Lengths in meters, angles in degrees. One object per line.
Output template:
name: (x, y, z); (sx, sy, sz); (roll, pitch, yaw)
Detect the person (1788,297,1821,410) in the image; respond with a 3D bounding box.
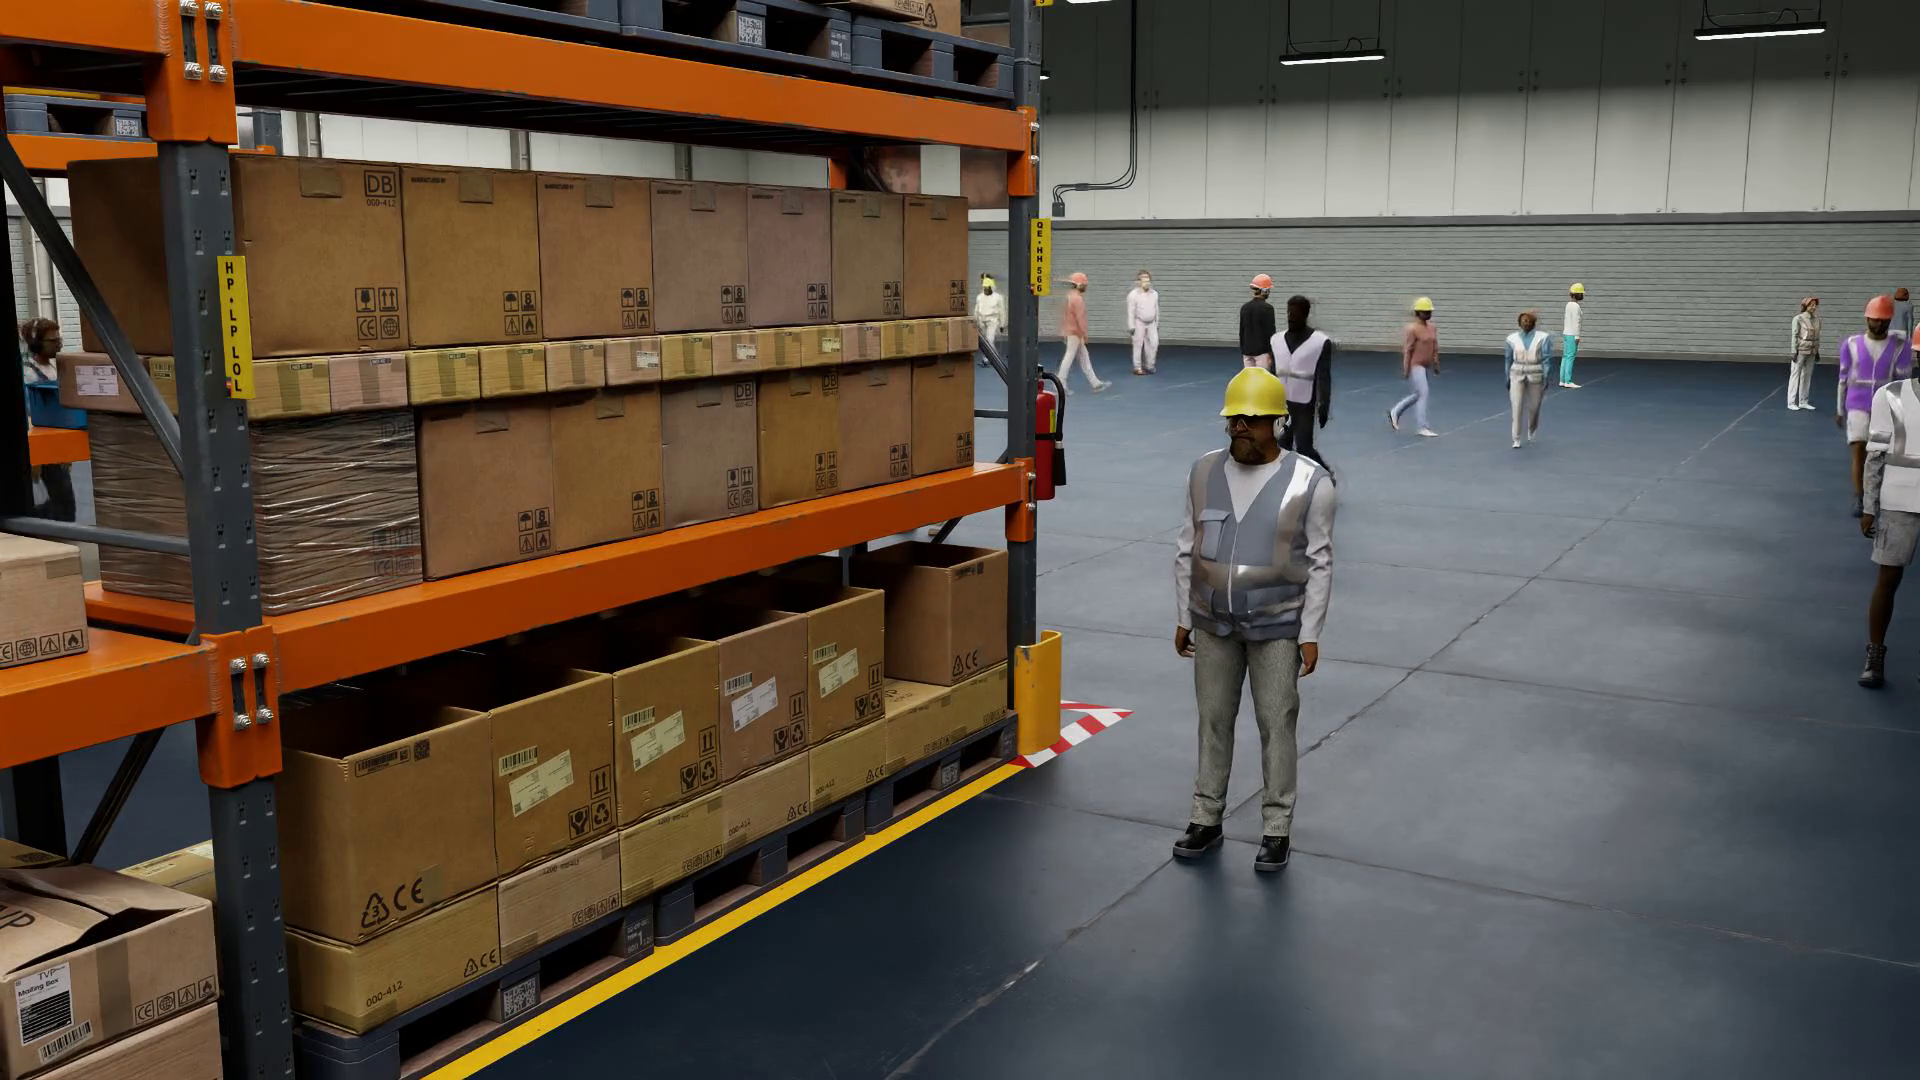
person: (12.256, -2.701, 24.124); (0.522, 1.639, 0.305); (-4, 10, -22)

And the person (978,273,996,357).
person: (0.606, -4.976, 36.832); (0.439, 1.849, 0.552); (5, 11, 29)

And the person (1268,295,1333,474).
person: (2.969, -1.187, 14.516); (0.592, 1.900, 0.647); (9, 13, 42)

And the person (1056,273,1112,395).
person: (1.987, -3.292, 26.669); (0.978, 1.946, 0.653); (-1, 10, -4)

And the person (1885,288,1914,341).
person: (17.646, -3.918, 31.268); (0.280, 1.633, 0.502); (-8, 12, -37)

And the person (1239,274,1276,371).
person: (3.848, -2.414, 21.406); (0.381, 1.994, 0.615); (-6, 12, -32)

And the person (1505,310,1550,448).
person: (6.646, -1.899, 19.501); (0.512, 1.612, 0.682); (3, 10, 20)

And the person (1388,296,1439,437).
person: (5.693, -2.178, 20.781); (0.520, 1.735, 0.755); (-8, 13, -39)

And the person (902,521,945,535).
person: (-0.288, -0.977, 13.320); (0.573, 1.883, 0.354); (4, 10, 22)

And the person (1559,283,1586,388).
person: (10.403, -3.458, 28.190); (0.323, 1.767, 0.533); (0, 10, 3)

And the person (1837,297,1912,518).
person: (7.914, -1.165, 14.432); (0.553, 1.892, 0.994); (5, 11, 26)

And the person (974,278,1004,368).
person: (0.544, -4.320, 33.177); (0.589, 1.782, 0.942); (6, 11, 32)

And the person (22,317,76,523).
person: (-6.261, -0.598, 11.284); (0.641, 1.821, 0.514); (-2, 10, -14)

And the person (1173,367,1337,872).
person: (1.049, 0.286, 6.072); (0.589, 1.833, 0.404); (5, 11, 29)

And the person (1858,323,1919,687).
person: (4.921, -0.181, 8.499); (0.553, 1.935, 0.362); (4, 11, 23)

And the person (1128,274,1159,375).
person: (3.482, -4.014, 31.092); (0.668, 1.883, 0.664); (-4, 10, -22)

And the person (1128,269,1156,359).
person: (3.967, -4.914, 36.226); (0.627, 1.935, 0.373); (4, 10, 21)
